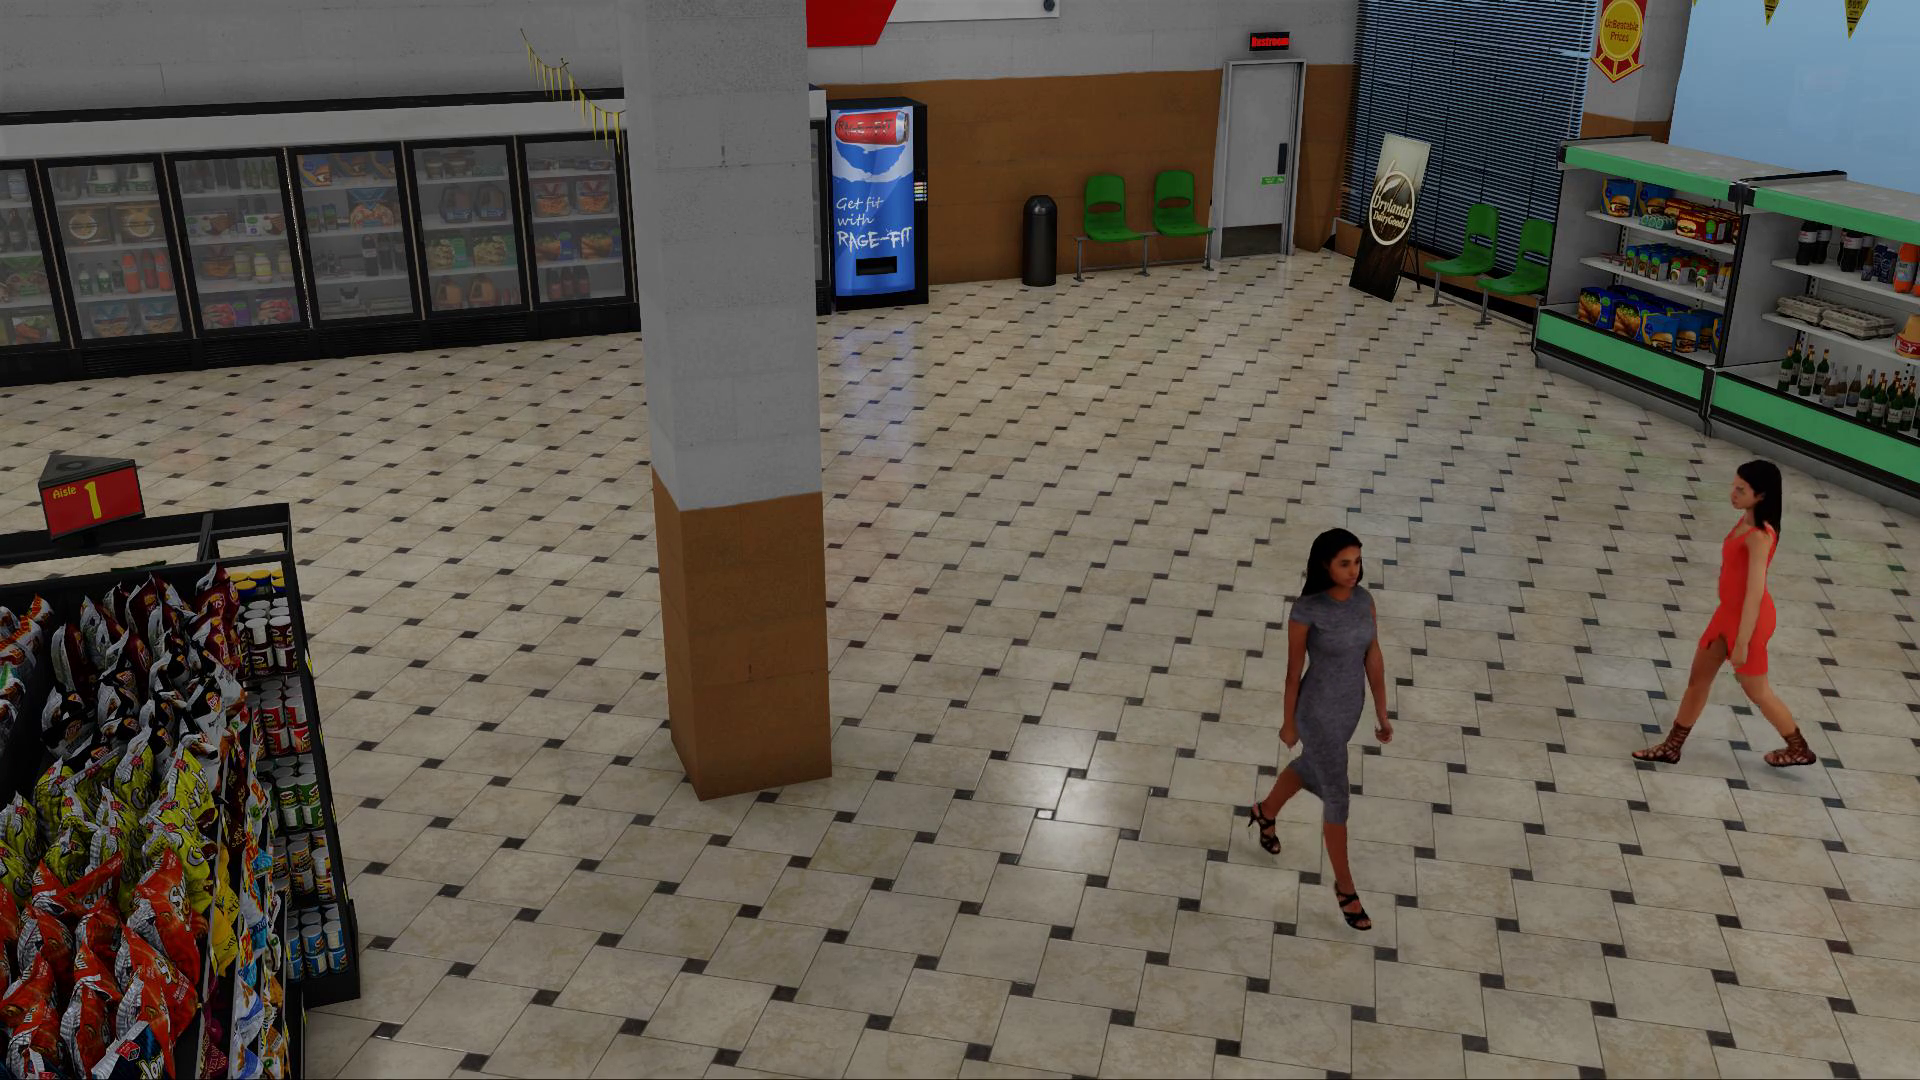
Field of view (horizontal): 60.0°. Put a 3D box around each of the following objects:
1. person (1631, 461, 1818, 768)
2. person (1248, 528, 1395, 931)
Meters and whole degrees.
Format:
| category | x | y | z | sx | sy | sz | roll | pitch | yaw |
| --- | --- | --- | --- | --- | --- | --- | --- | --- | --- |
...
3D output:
| category | x | y | z | sx | sy | sz | roll | pitch | yaw |
| --- | --- | --- | --- | --- | --- | --- | --- | --- | --- |
| person | 3.991 | 0.431 | 8.275 | 1.033 | 1.673 | 1.128 | 6 | 23 | 15 |
| person | 1.561 | 0.766 | 7.357 | 0.743 | 1.735 | 1.136 | -12 | 25 | -28 |
